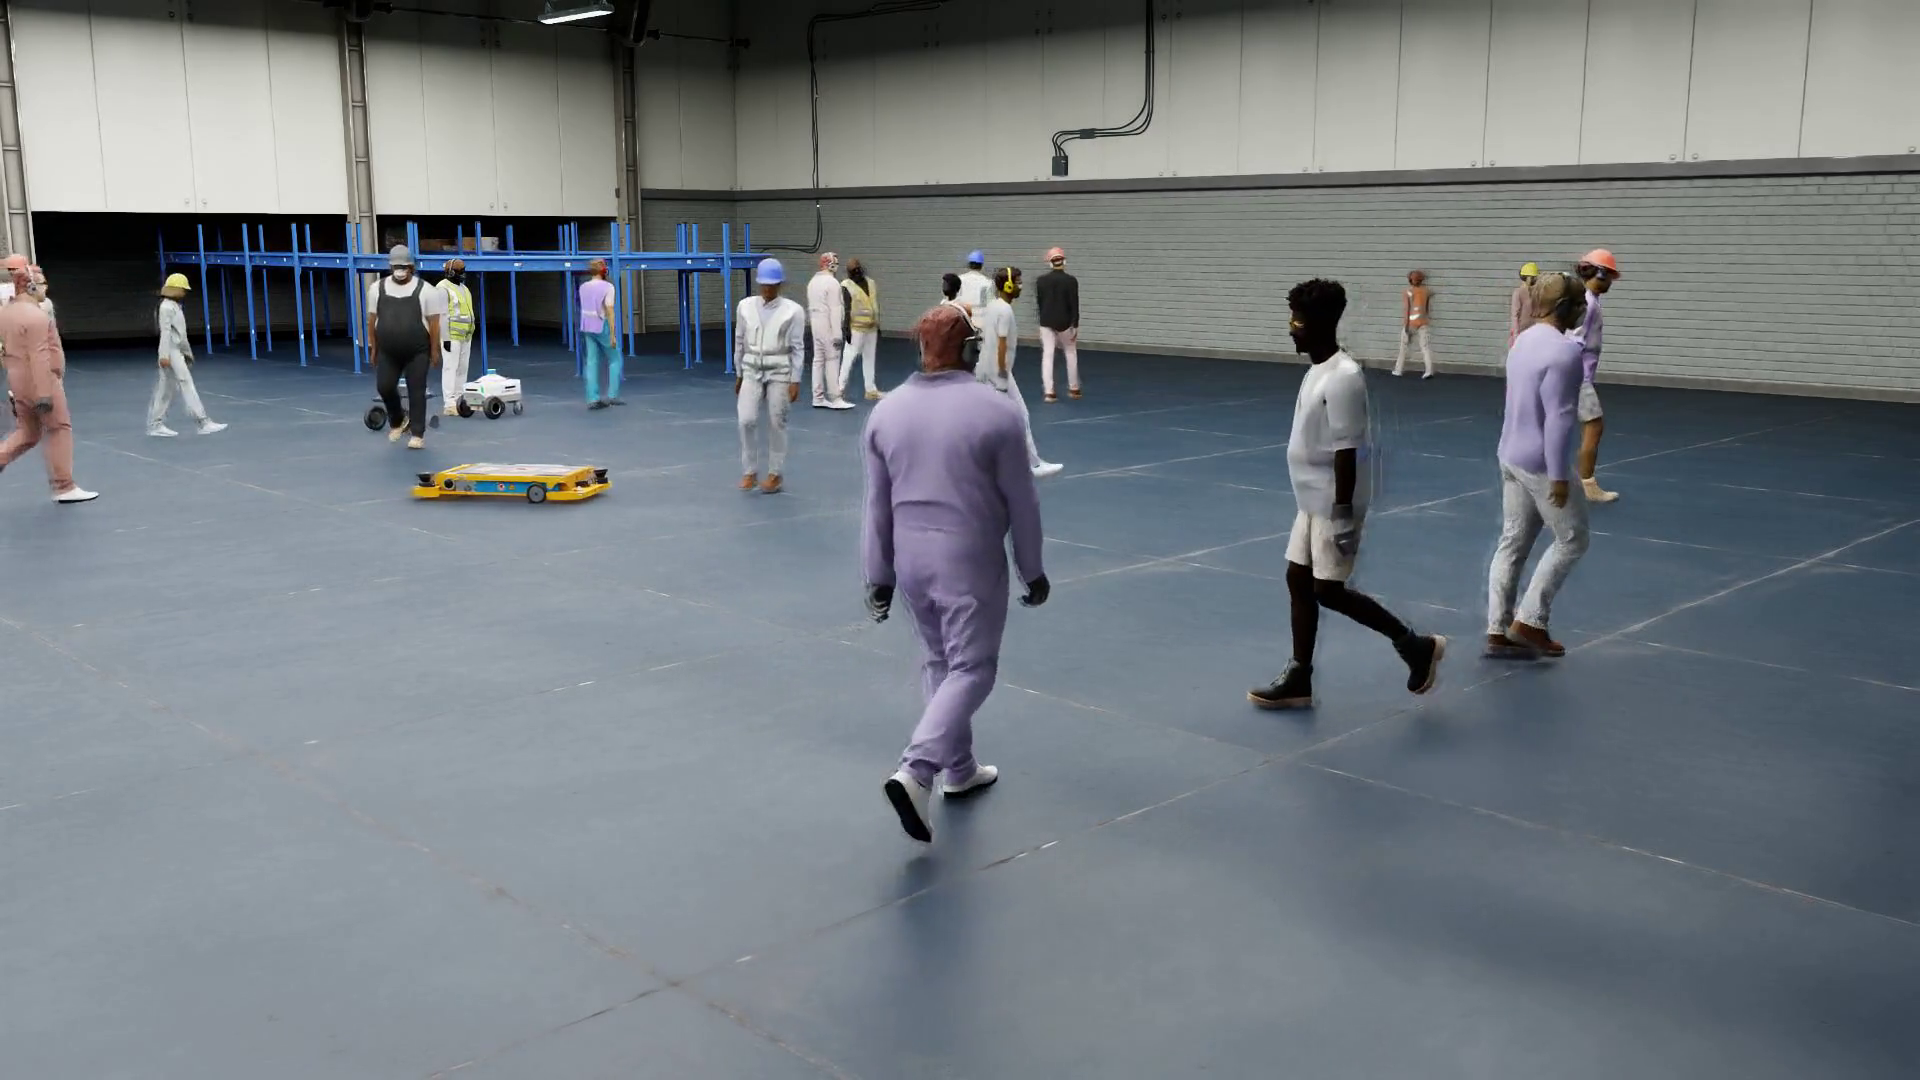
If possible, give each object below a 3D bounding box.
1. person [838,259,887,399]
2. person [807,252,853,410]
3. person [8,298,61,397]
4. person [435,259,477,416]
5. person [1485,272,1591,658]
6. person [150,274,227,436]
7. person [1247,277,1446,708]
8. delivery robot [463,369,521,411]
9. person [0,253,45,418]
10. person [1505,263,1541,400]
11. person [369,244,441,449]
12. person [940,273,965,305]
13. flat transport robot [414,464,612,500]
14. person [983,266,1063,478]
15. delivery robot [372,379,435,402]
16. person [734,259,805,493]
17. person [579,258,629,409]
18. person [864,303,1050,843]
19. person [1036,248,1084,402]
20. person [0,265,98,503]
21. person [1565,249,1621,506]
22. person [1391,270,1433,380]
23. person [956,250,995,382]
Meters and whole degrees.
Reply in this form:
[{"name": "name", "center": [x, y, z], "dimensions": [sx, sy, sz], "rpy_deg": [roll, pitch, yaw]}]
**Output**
[{"name": "person", "center": [-1.314, -2.718, 21.499], "dimensions": [0.489, 1.808, 0.733], "rpy_deg": [9, 14, 40]}, {"name": "person", "center": [-1.599, -2.552, 20.318], "dimensions": [0.403, 1.904, 0.652], "rpy_deg": [-7, 12, -33]}, {"name": "person", "center": [-11.683, -2.523, 20.980], "dimensions": [0.835, 1.586, 0.528], "rpy_deg": [5, 12, 25]}, {"name": "person", "center": [-5.965, -2.405, 19.726], "dimensions": [0.430, 1.836, 0.618], "rpy_deg": [3, 11, 15]}, {"name": "person", "center": [2.887, -0.357, 8.270], "dimensions": [0.499, 1.927, 0.674], "rpy_deg": [-1, 10, -5]}, {"name": "person", "center": [-8.194, -1.950, 17.568], "dimensions": [0.860, 1.693, 0.500], "rpy_deg": [-3, 11, -15]}, {"name": "person", "center": [1.726, -0.188, 7.355], "dimensions": [0.792, 1.934, 0.621], "rpy_deg": [0, 10, 0]}, {"name": "delivery robot", "center": [-5.503, -1.766, 19.571], "dimensions": [0.477, 0.478, 0.707], "rpy_deg": [5, 12, 26]}, {"name": "person", "center": [-10.636, -2.283, 18.828], "dimensions": [0.551, 1.916, 0.747], "rpy_deg": [0, 10, -2]}, {"name": "person", "center": [7.268, -2.674, 21.389], "dimensions": [0.518, 1.757, 0.338], "rpy_deg": [-9, 14, -41]}, {"name": "person", "center": [-5.516, -1.904, 16.526], "dimensions": [0.707, 2.000, 0.536], "rpy_deg": [-1, 10, -7]}, {"name": "person", "center": [-0.039, -2.302, 19.556], "dimensions": [0.703, 1.677, 0.539], "rpy_deg": [-4, 11, -23]}, {"name": "flat transport robot", "center": [-3.648, -0.483, 13.608], "dimensions": [1.431, 0.197, 0.652], "rpy_deg": [2, 10, 8]}, {"name": "person", "center": [0.493, -1.437, 14.413], "dimensions": [0.887, 1.833, 0.560], "rpy_deg": [-2, 11, -13]}, {"name": "delivery robot", "center": [-6.114, -1.657, 18.268], "dimensions": [0.335, 0.223, 0.698], "rpy_deg": [7, 12, 32]}, {"name": "person", "center": [-1.578, -1.324, 13.579], "dimensions": [0.623, 1.915, 0.641], "rpy_deg": [2, 11, 11]}, {"name": "person", "center": [-4.364, -2.545, 20.480], "dimensions": [0.605, 1.822, 0.668], "rpy_deg": [7, 12, 32]}, {"name": "person", "center": [-0.064, 0.096, 5.953], "dimensions": [0.631, 1.879, 0.858], "rpy_deg": [7, 13, 34]}, {"name": "person", "center": [1.302, -2.773, 21.409], "dimensions": [0.634, 1.934, 0.970], "rpy_deg": [5, 12, 26]}, {"name": "person", "center": [-7.340, -1.207, 13.061], "dimensions": [0.652, 1.884, 0.797], "rpy_deg": [8, 13, 38]}, {"name": "person", "center": [4.888, -1.264, 13.032], "dimensions": [0.750, 1.994, 0.645], "rpy_deg": [2, 11, 13]}, {"name": "person", "center": [6.755, -3.185, 24.631], "dimensions": [0.509, 1.598, 0.875], "rpy_deg": [-3, 11, -17]}, {"name": "person", "center": [0.161, -2.939, 22.411], "dimensions": [0.600, 1.916, 0.829], "rpy_deg": [2, 11, 11]}]
